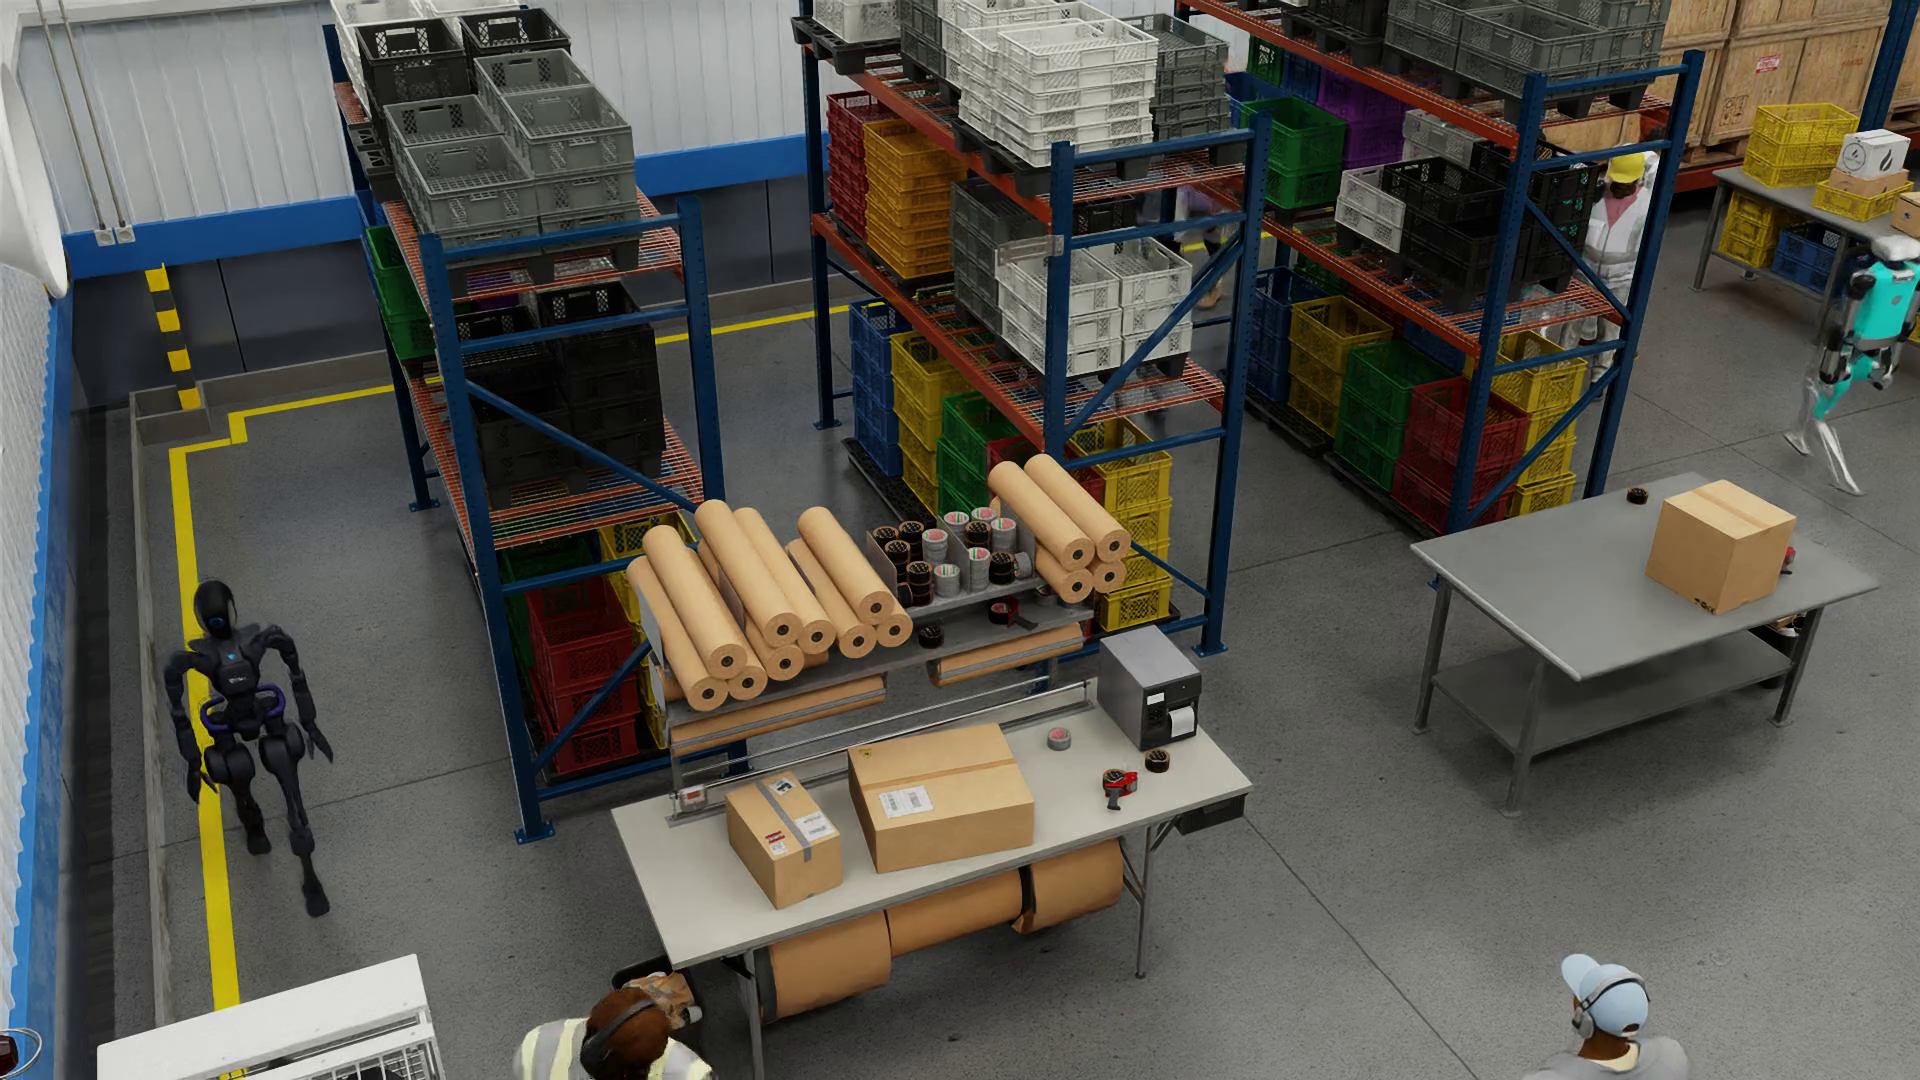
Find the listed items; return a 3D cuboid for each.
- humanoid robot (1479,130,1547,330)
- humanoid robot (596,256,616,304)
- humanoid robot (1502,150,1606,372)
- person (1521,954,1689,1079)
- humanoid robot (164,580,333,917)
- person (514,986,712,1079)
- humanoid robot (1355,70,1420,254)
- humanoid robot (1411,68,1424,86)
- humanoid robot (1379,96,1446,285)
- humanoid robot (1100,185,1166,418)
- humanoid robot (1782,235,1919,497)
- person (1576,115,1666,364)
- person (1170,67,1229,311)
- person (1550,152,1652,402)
[{"bbox_3d":[4.028,-2.200,12.189,0.315,1.655,0.599,5,32,9],"label":"humanoid robot"},{"bbox_3d":[-2.649,-1.499,11.064,1.060,1.762,0.553,15,35,23],"label":"humanoid robot"},{"bbox_3d":[4.068,-1.963,11.697,0.544,1.731,0.712,-1,32,-2],"label":"humanoid robot"},{"bbox_3d":[1.875,2.013,5.191,0.588,1.853,0.395,-10,33,-16],"label":"person"},{"bbox_3d":[-3.110,0.854,7.288,0.608,1.637,0.765,-18,36,-26],"label":"humanoid robot"},{"bbox_3d":[-1.078,2.046,5.196,0.669,1.798,0.434,8,32,12],"label":"person"},{"bbox_3d":[3.639,-3.189,13.772,0.820,1.798,0.541,-25,39,-34],"label":"humanoid robot"},{"bbox_3d":[3.632,-3.101,13.668,0.464,1.638,0.588,23,38,32],"label":"humanoid robot"},{"bbox_3d":[3.429,-2.652,12.746,0.533,1.681,0.735,6,32,10],"label":"humanoid robot"},{"bbox_3d":[1.143,-1.588,11.212,0.590,1.652,0.338,-15,35,-23],"label":"humanoid robot"},{"bbox_3d":[5.549,-1.163,10.485,0.561,1.740,1.040,-6,32,-9],"label":"humanoid robot"},{"bbox_3d":[4.817,-2.194,11.992,0.354,1.886,0.572,-10,33,-15],"label":"person"},{"bbox_3d":[1.752,-2.563,12.504,0.605,1.981,1.084,21,37,30],"label":"person"},{"bbox_3d":[4.430,-1.835,11.468,0.587,1.823,0.403,16,35,25],"label":"person"}]
